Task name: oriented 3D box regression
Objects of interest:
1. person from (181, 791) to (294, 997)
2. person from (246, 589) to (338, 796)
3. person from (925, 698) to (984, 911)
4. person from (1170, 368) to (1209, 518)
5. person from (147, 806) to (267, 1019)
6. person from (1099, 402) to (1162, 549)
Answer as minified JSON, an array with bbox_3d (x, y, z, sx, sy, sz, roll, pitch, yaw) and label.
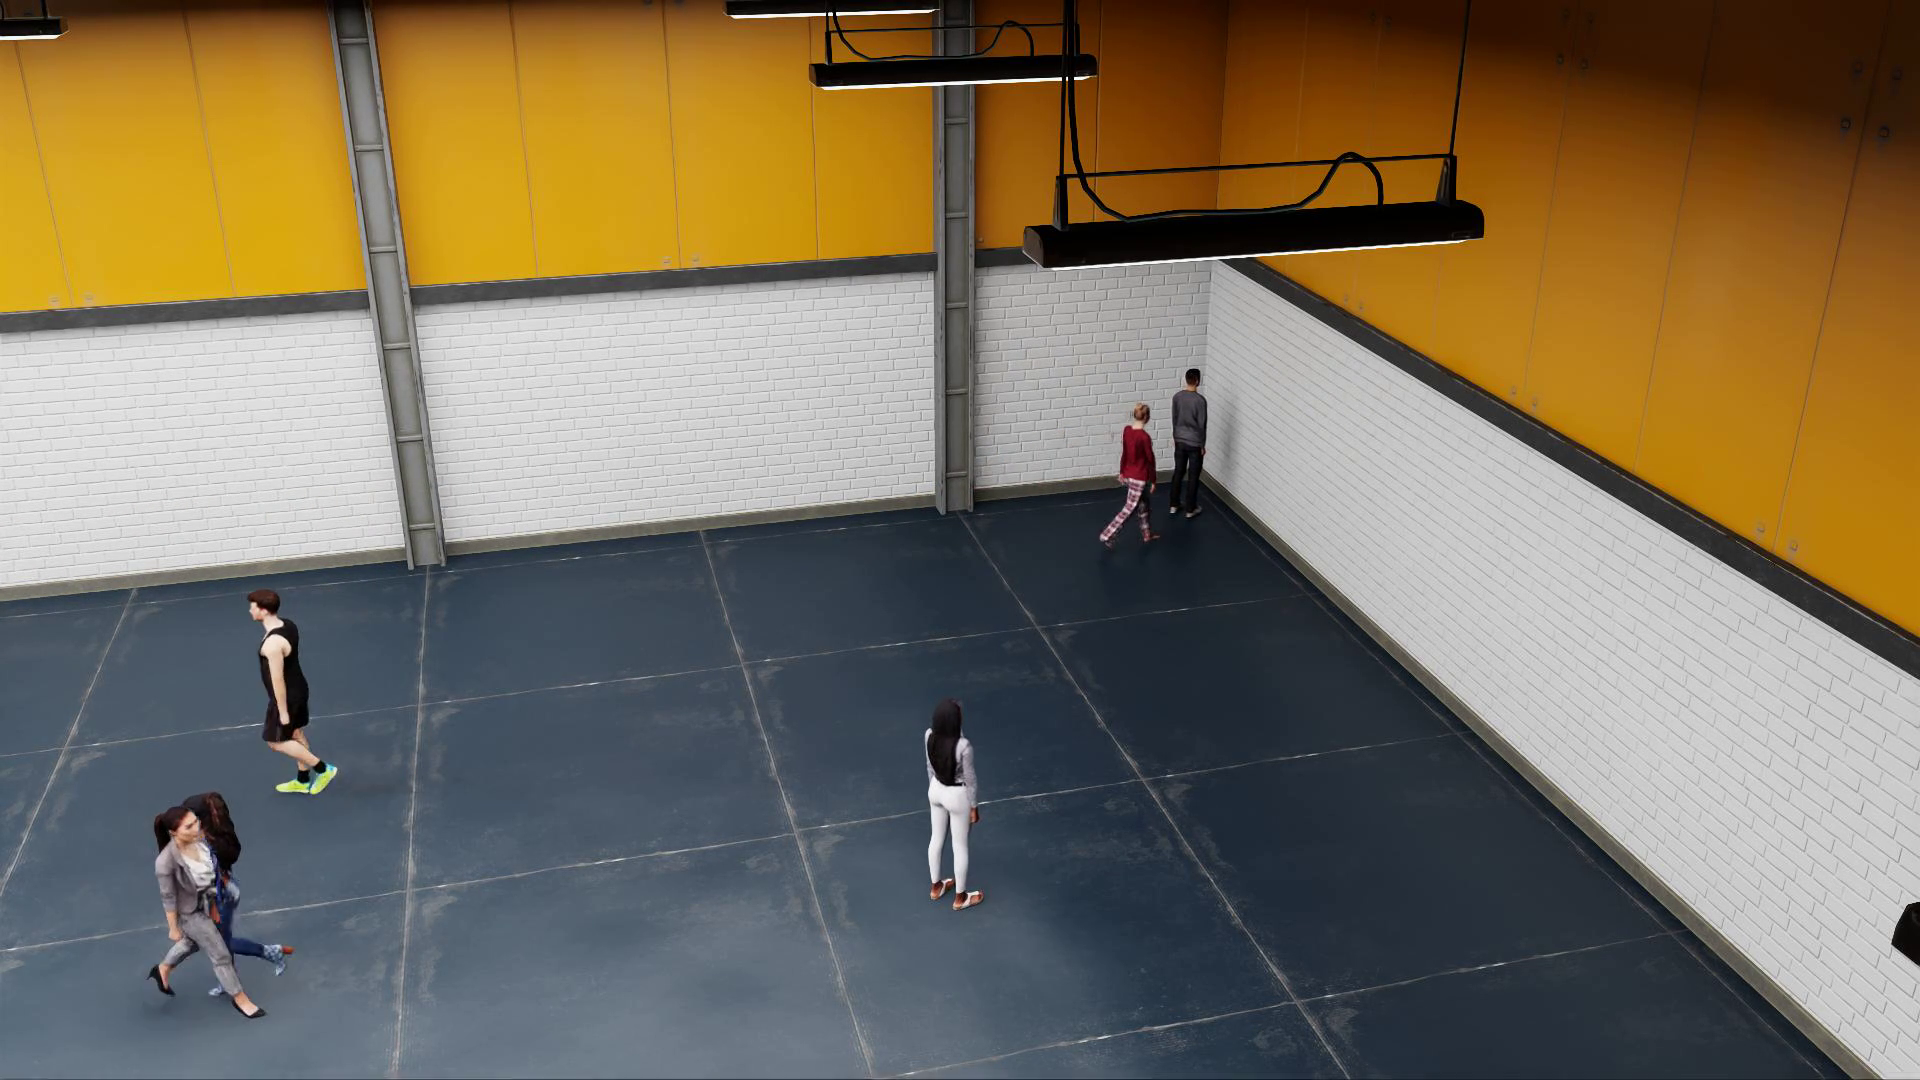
[{"bbox_3d":[-4.961,2.422,11.315,0.840,1.608,0.679,-9,25,-20],"label":"person"},{"bbox_3d":[-5.436,1.259,13.633,0.814,1.882,0.748,-3,24,-6],"label":"person"},{"bbox_3d":[-0.066,1.927,12.302,0.674,1.725,0.701,19,30,36],"label":"person"},{"bbox_3d":[2.654,-1.132,19.254,0.695,1.761,0.718,19,30,37],"label":"person"},{"bbox_3d":[-5.184,2.490,11.122,1.199,1.638,0.939,3,24,8],"label":"person"},{"bbox_3d":[1.881,-0.673,18.319,1.107,1.669,0.794,-13,27,-28],"label":"person"}]
